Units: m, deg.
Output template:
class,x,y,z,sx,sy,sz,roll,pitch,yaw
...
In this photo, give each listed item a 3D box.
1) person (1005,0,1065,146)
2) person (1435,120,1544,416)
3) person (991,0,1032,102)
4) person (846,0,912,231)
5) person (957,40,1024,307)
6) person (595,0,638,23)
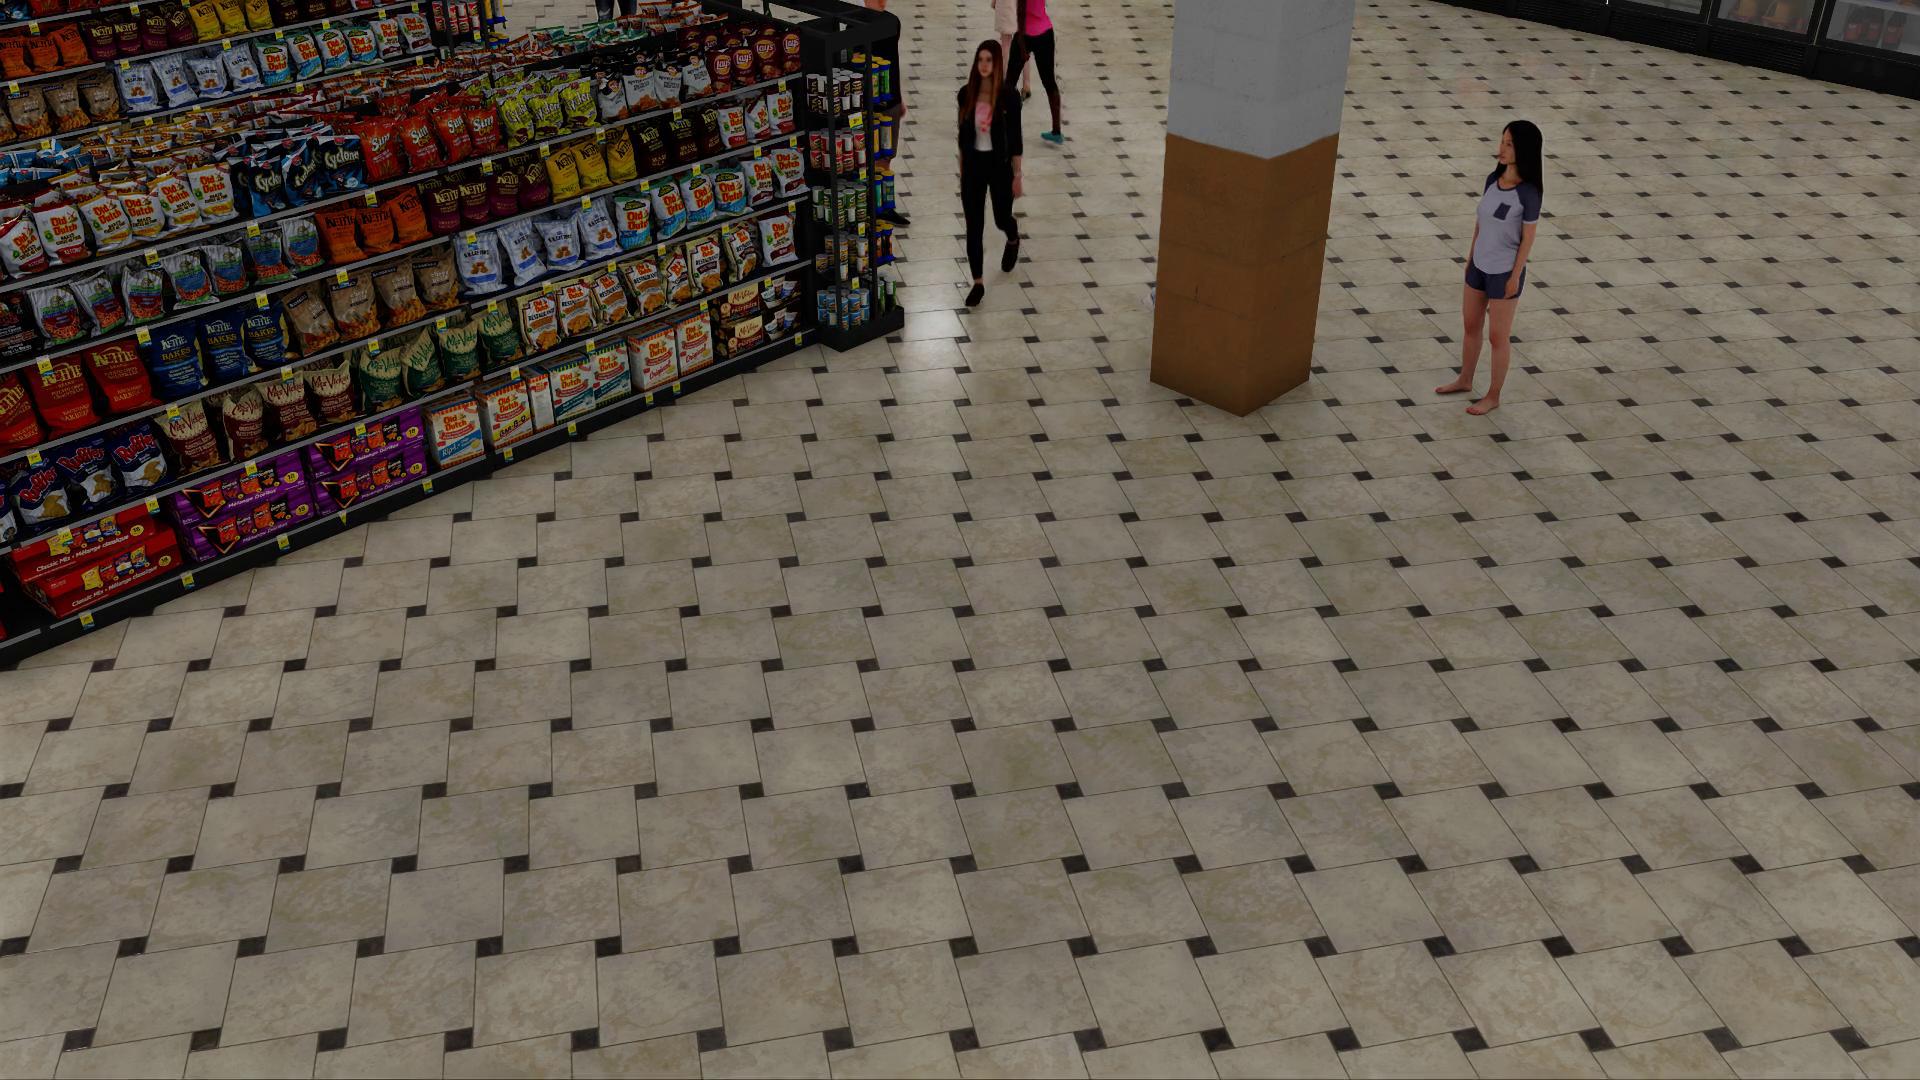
class,x,y,z,sx,sy,sz,roll,pitch,yaw
person,0.666,-4.036,13.530,1.080,1.667,0.693,-23,39,-32
person,3.075,-1.561,9.514,0.648,1.706,0.664,-13,34,-20
person,0.491,-4.748,14.608,0.679,1.736,0.745,-1,32,-2
person,-0.605,-3.123,11.878,0.720,1.861,0.490,27,41,36
person,0.223,-2.442,10.947,0.927,1.688,1.162,9,33,15
person,-3.115,-5.065,14.959,0.636,1.903,0.826,-14,34,-21
